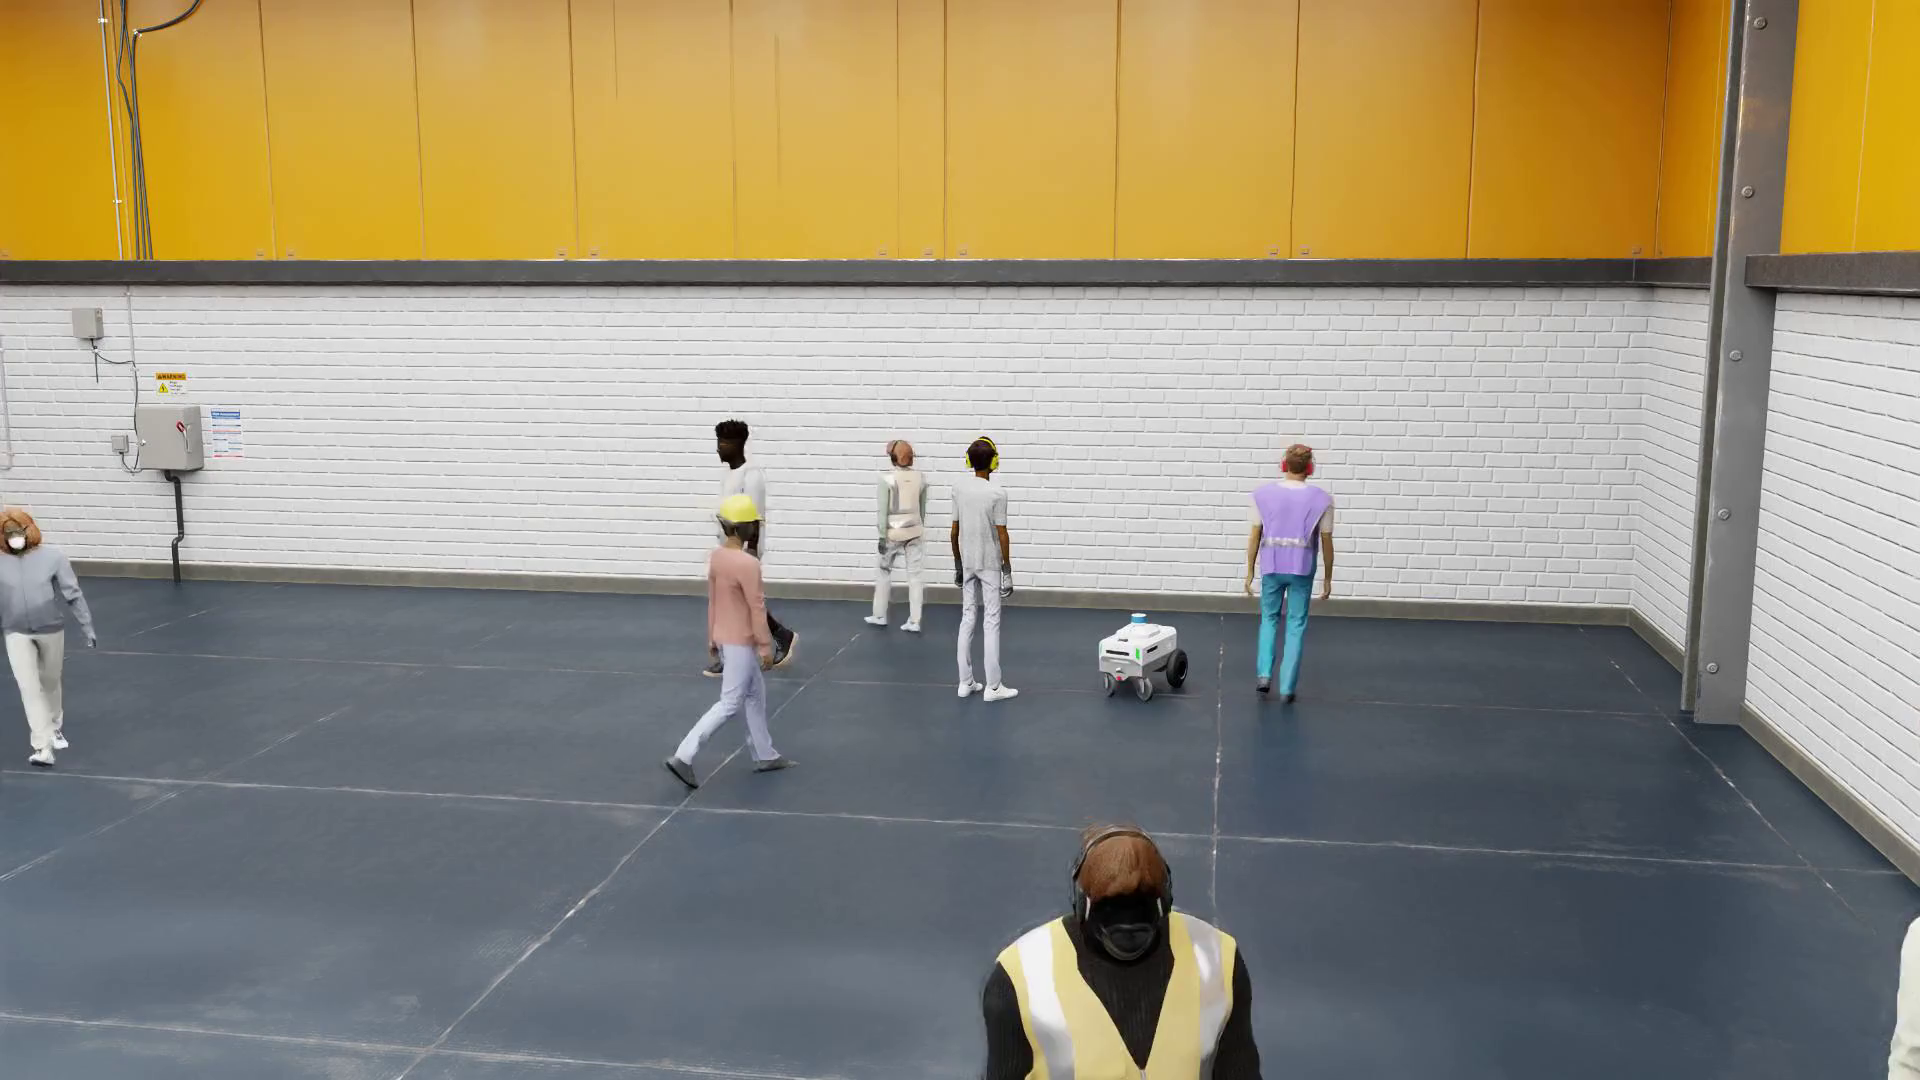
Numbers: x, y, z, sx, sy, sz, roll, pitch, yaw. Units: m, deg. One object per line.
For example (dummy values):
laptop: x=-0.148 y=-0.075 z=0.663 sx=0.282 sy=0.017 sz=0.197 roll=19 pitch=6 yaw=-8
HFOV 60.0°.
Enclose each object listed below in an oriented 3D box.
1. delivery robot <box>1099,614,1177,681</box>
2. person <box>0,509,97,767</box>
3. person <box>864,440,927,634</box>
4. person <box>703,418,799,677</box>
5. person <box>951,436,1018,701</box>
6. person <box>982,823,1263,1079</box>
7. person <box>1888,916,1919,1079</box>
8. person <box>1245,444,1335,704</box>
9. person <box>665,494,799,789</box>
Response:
delivery robot: x=1.286 y=0.775 z=11.997 sx=0.477 sy=0.478 sz=0.707 roll=5 pitch=11 yaw=30
person: x=-5.679 y=0.587 z=10.263 sx=0.609 sy=1.571 sz=0.852 roll=-5 pitch=10 yaw=-28
person: x=-0.547 y=-0.040 z=14.023 sx=0.546 sy=1.611 sz=0.704 roll=-7 pitch=11 yaw=-36
person: x=-1.597 y=0.059 z=12.426 sx=0.618 sy=1.946 sz=0.623 roll=-5 pitch=11 yaw=-31
person: x=0.166 y=0.201 z=11.770 sx=0.515 sy=1.877 sz=0.328 roll=7 pitch=11 yaw=36
person: x=0.394 y=1.537 z=3.746 sx=0.622 sy=1.806 sz=0.827 roll=-2 pitch=9 yaw=-13
person: x=2.442 y=1.450 z=3.869 sx=0.607 sy=1.951 sz=1.049 roll=3 pitch=10 yaw=16
person: x=2.307 y=0.245 z=11.656 sx=0.606 sy=1.822 sz=0.465 roll=3 pitch=10 yaw=19
person: x=-1.361 y=0.591 z=9.813 sx=0.853 sy=1.741 sz=0.526 roll=-5 pitch=11 yaw=-30
